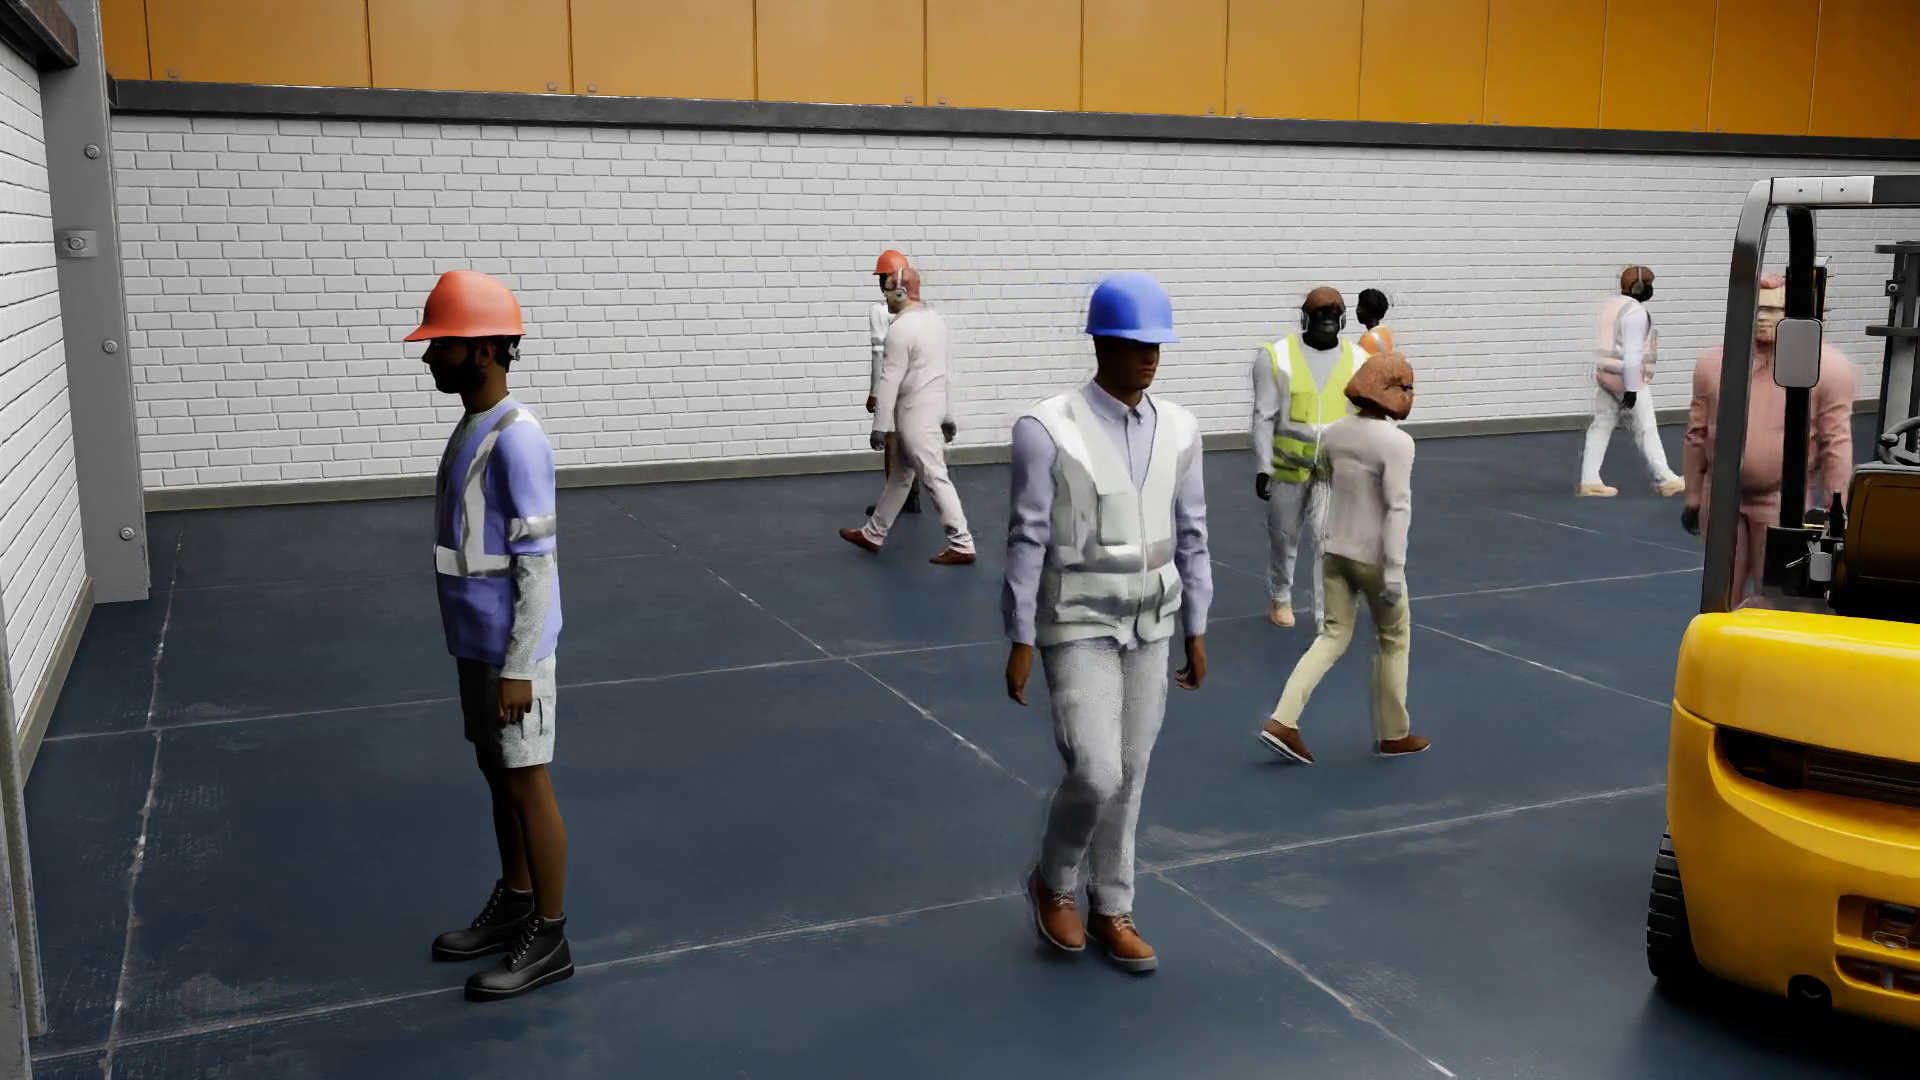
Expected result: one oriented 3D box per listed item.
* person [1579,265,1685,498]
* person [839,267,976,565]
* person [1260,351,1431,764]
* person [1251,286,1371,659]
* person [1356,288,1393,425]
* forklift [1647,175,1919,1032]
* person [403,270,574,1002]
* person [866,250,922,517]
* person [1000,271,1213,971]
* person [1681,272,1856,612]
[{"bbox_3d":[5.310,-1.218,12.957,0.901,1.802,0.654,0,10,-1],"label":"person"},{"bbox_3d":[-0.326,-0.774,10.412,1.033,1.843,0.650,4,11,20],"label":"person"},{"bbox_3d":[1.503,0.075,6.383,0.716,1.599,0.499,-6,12,-29],"label":"person"},{"bbox_3d":[1.754,-0.375,8.359,0.618,1.805,0.961,1,10,4],"label":"person"},{"bbox_3d":[2.983,-1.030,12.330,0.858,1.642,0.544,5,11,24],"label":"person"},{"bbox_3d":[2.810,0.094,4.662,1.214,2.155,2.313,7,12,34],"label":"forklift"},{"bbox_3d":[-1.256,0.259,4.458,0.360,1.939,0.543,-6,12,-30],"label":"person"},{"bbox_3d":[-0.482,-1.133,12.130,0.354,1.939,0.544,8,13,38],"label":"person"},{"bbox_3d":[0.418,0.242,4.554,0.635,1.933,0.436,-6,12,-31],"label":"person"},{"bbox_3d":[3.420,-0.187,7.067,0.659,1.887,0.555,10,14,44],"label":"person"}]
